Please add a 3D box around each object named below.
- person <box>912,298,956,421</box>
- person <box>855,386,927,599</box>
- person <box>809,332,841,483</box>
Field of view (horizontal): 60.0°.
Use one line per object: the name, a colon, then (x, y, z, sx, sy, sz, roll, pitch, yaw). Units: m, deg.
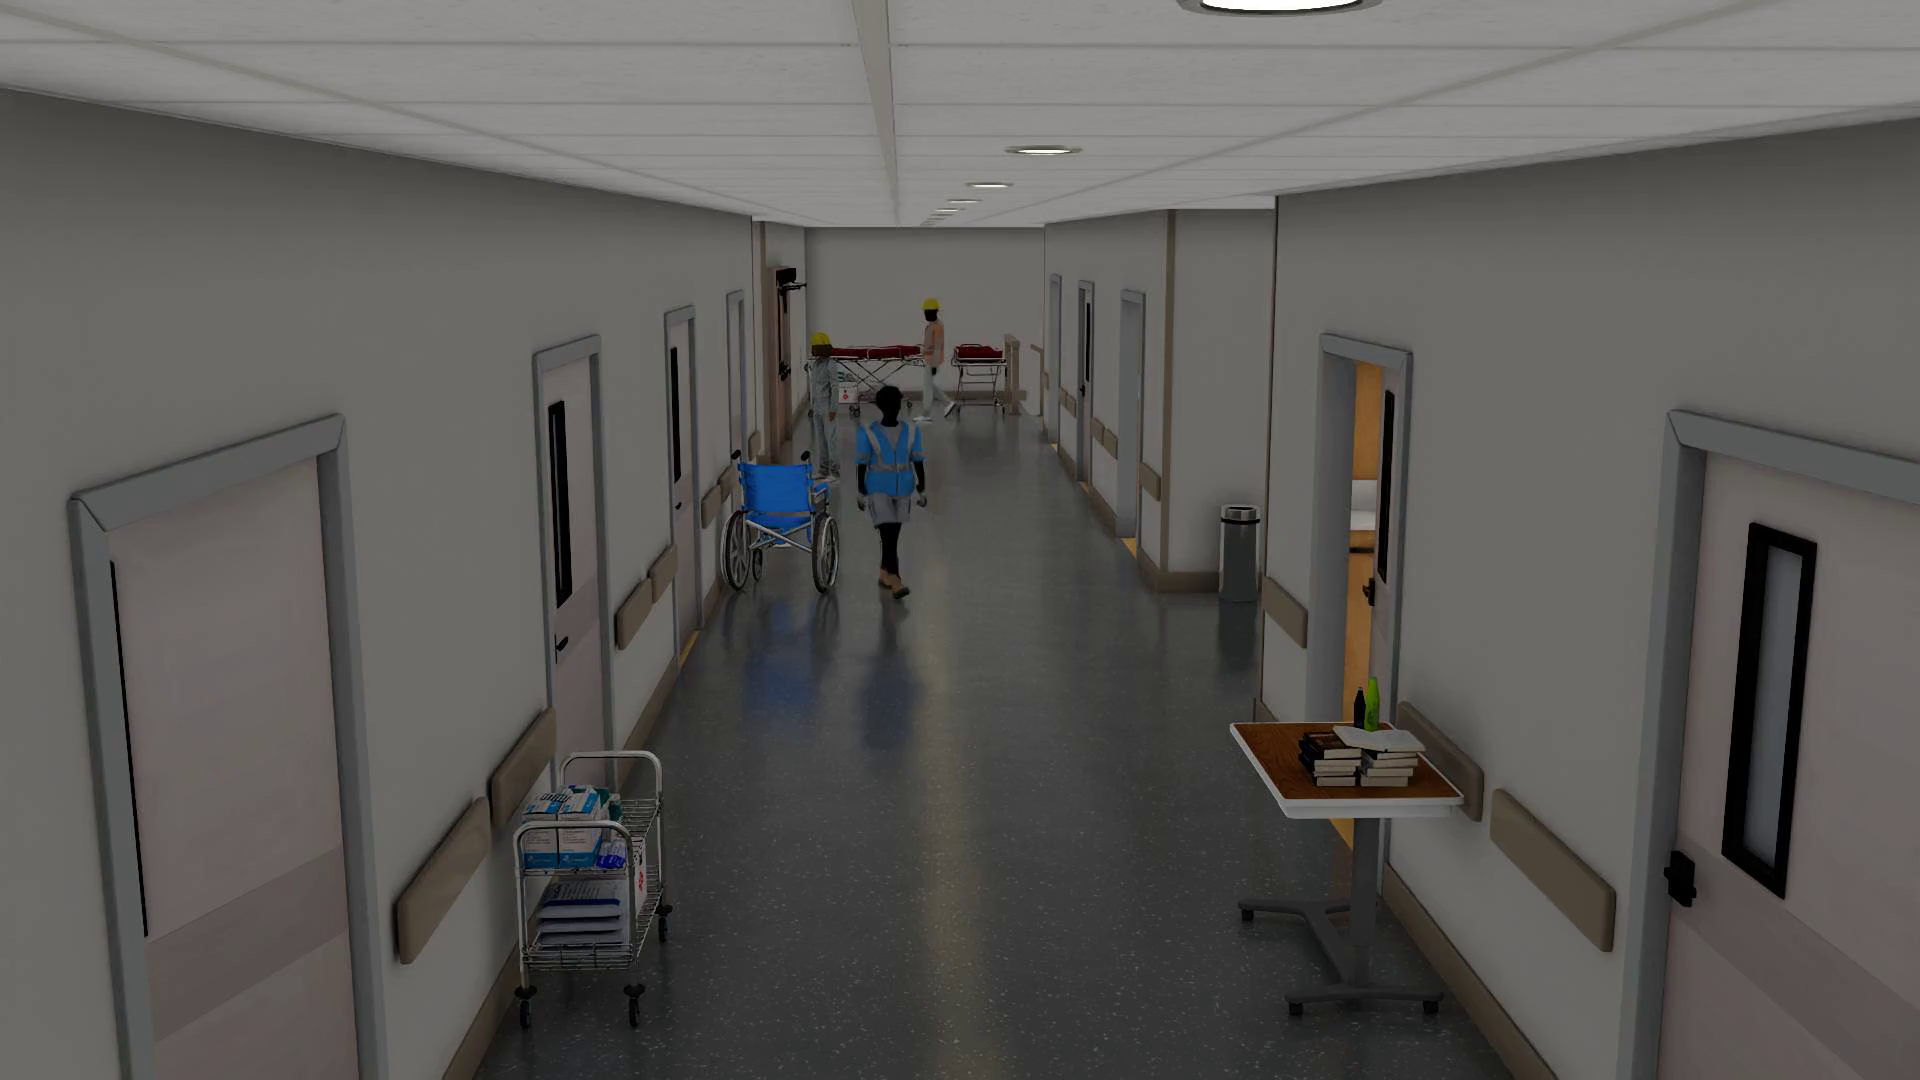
person: (-0.410, -2.791, 25.762, 0.665, 1.910, 0.629, -2, 10, -9)
person: (-0.521, -0.382, 13.054, 0.549, 1.642, 0.858, -4, 11, -23)
person: (-1.580, -1.522, 19.168, 0.323, 1.742, 0.492, -7, 12, -33)
